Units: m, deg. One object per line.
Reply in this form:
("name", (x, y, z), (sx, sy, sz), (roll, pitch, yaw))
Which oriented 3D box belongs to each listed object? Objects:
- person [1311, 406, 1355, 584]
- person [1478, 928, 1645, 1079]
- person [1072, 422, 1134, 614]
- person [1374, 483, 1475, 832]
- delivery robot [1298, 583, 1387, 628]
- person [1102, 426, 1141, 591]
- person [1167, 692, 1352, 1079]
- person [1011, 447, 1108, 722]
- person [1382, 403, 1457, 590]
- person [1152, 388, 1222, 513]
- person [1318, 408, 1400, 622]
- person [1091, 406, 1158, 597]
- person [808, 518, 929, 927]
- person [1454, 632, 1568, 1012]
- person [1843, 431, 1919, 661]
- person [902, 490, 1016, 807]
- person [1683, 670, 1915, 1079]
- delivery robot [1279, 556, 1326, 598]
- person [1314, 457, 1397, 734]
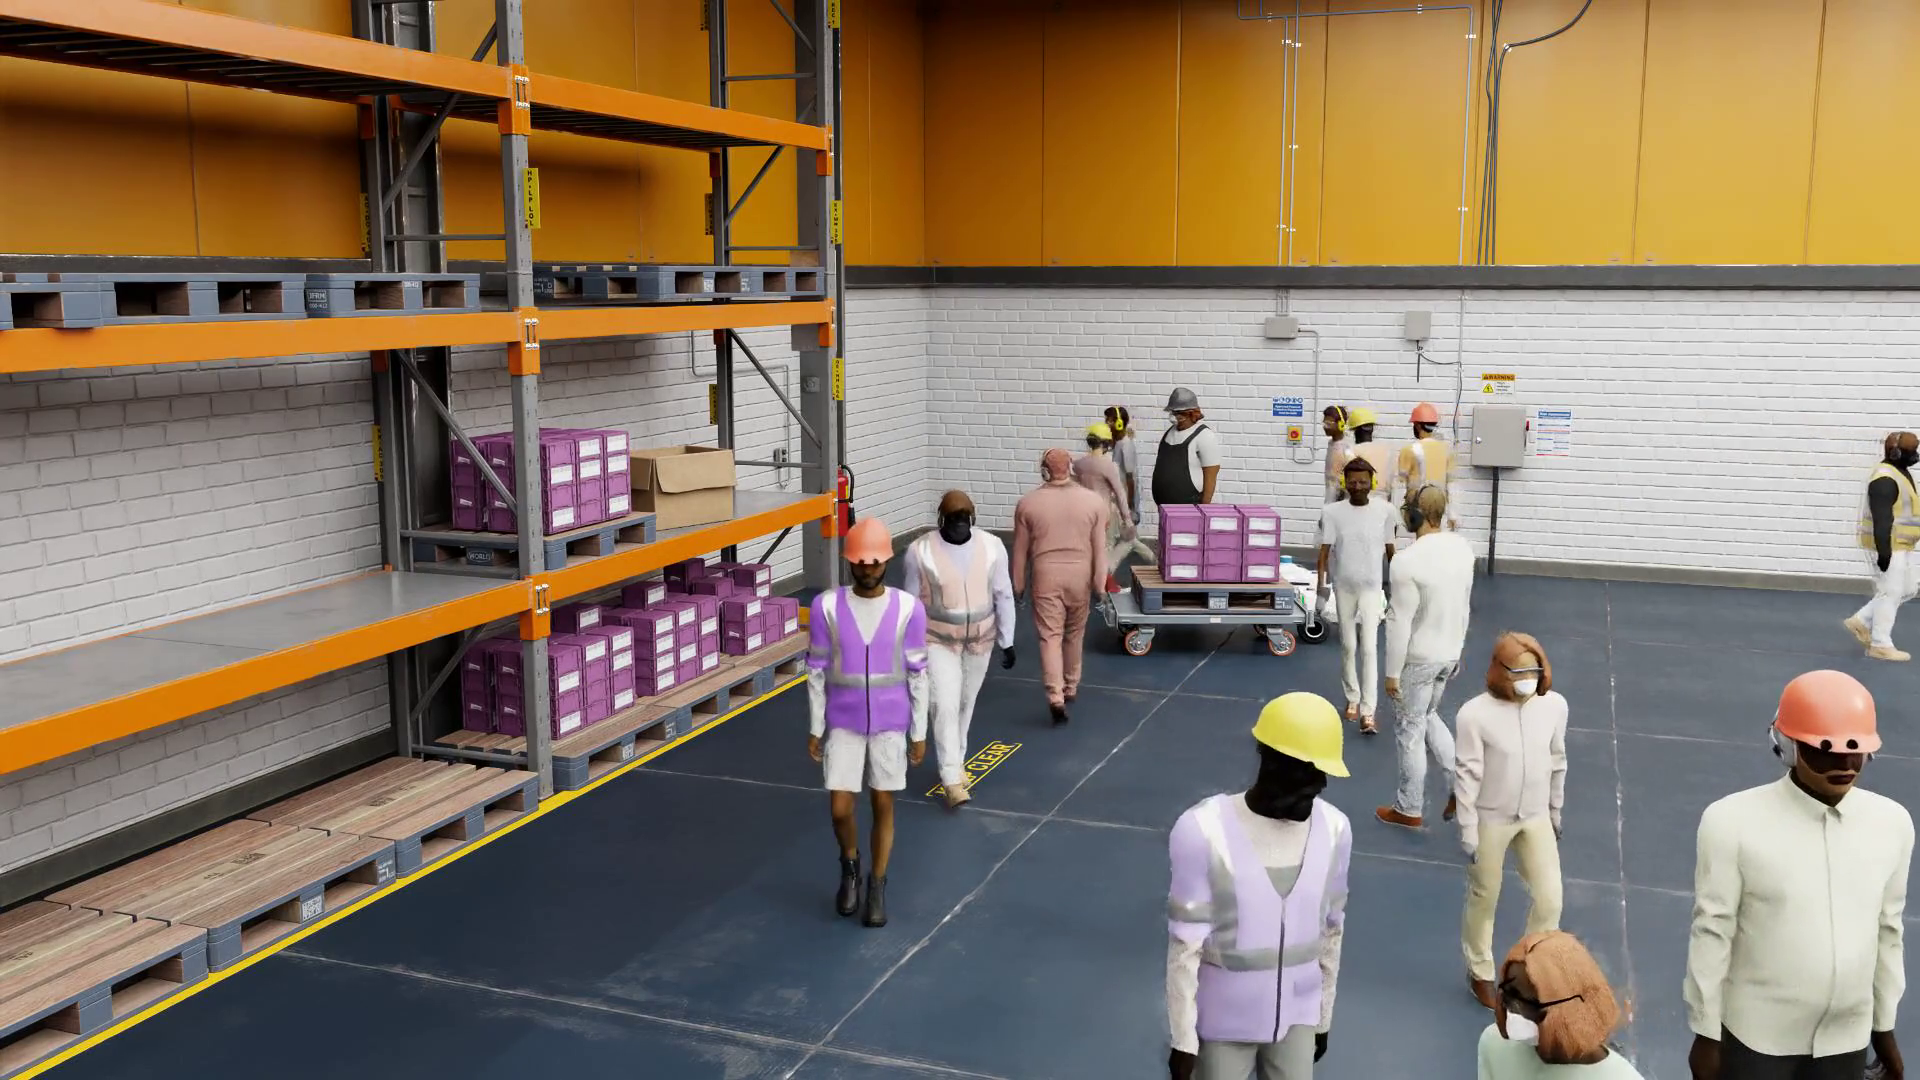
("person", (3.458, -0.317, 15.311), (0.414, 1.847, 0.507), (-3, 10, -18))
("person", (1.326, 1.644, 3.711), (0.422, 1.613, 0.542), (-5, 10, -26))
("person", (1.266, -0.192, 14.955), (0.946, 1.712, 0.532), (-7, 11, -37))
("person", (2.521, 0.650, 8.985), (0.648, 1.929, 0.478), (-7, 12, -39))
("delivery robot", (3.175, 0.520, 13.810), (0.707, 0.478, 0.477), (1, 9, 8))
("person", (1.438, -0.277, 15.736), (0.444, 1.623, 0.572), (-8, 12, -41))
("person", (0.829, 1.334, 4.839), (0.594, 1.884, 0.732), (-2, 9, -15))
("person", (0.686, 0.295, 11.468), (0.656, 1.864, 0.985), (0, 9, -2))
("person", (4.127, -0.284, 14.991), (0.560, 1.877, 1.014), (-5, 10, -29))
("person", (1.990, -0.368, 15.028), (0.537, 2.000, 0.674), (-6, 11, -33))
("person", (3.560, -0.229, 14.743), (0.613, 1.854, 1.011), (-2, 9, -12))
("person", (1.604, -0.353, 15.659), (0.899, 1.825, 0.561), (1, 9, 5))
("person", (-0.424, 0.851, 7.721), (0.566, 1.926, 0.400), (-1, 9, -4))
("person", (2.250, 1.172, 6.692), (0.518, 1.607, 0.632), (-2, 9, -9))
("person", (7.354, 0.041, 13.138), (0.450, 1.821, 0.643), (7, 12, 39))
("person", (0.023, 0.620, 9.599), (0.623, 1.796, 0.926), (-3, 9, -17))
("person", (2.288, 1.324, 4.548), (0.621, 1.992, 0.393), (-1, 9, -5))
("delivery robot", (2.875, 0.381, 14.679), (0.707, 0.478, 0.477), (2, 9, 13))
("person", (2.630, 0.370, 11.045), (0.543, 1.825, 0.896), (3, 9, 16))
